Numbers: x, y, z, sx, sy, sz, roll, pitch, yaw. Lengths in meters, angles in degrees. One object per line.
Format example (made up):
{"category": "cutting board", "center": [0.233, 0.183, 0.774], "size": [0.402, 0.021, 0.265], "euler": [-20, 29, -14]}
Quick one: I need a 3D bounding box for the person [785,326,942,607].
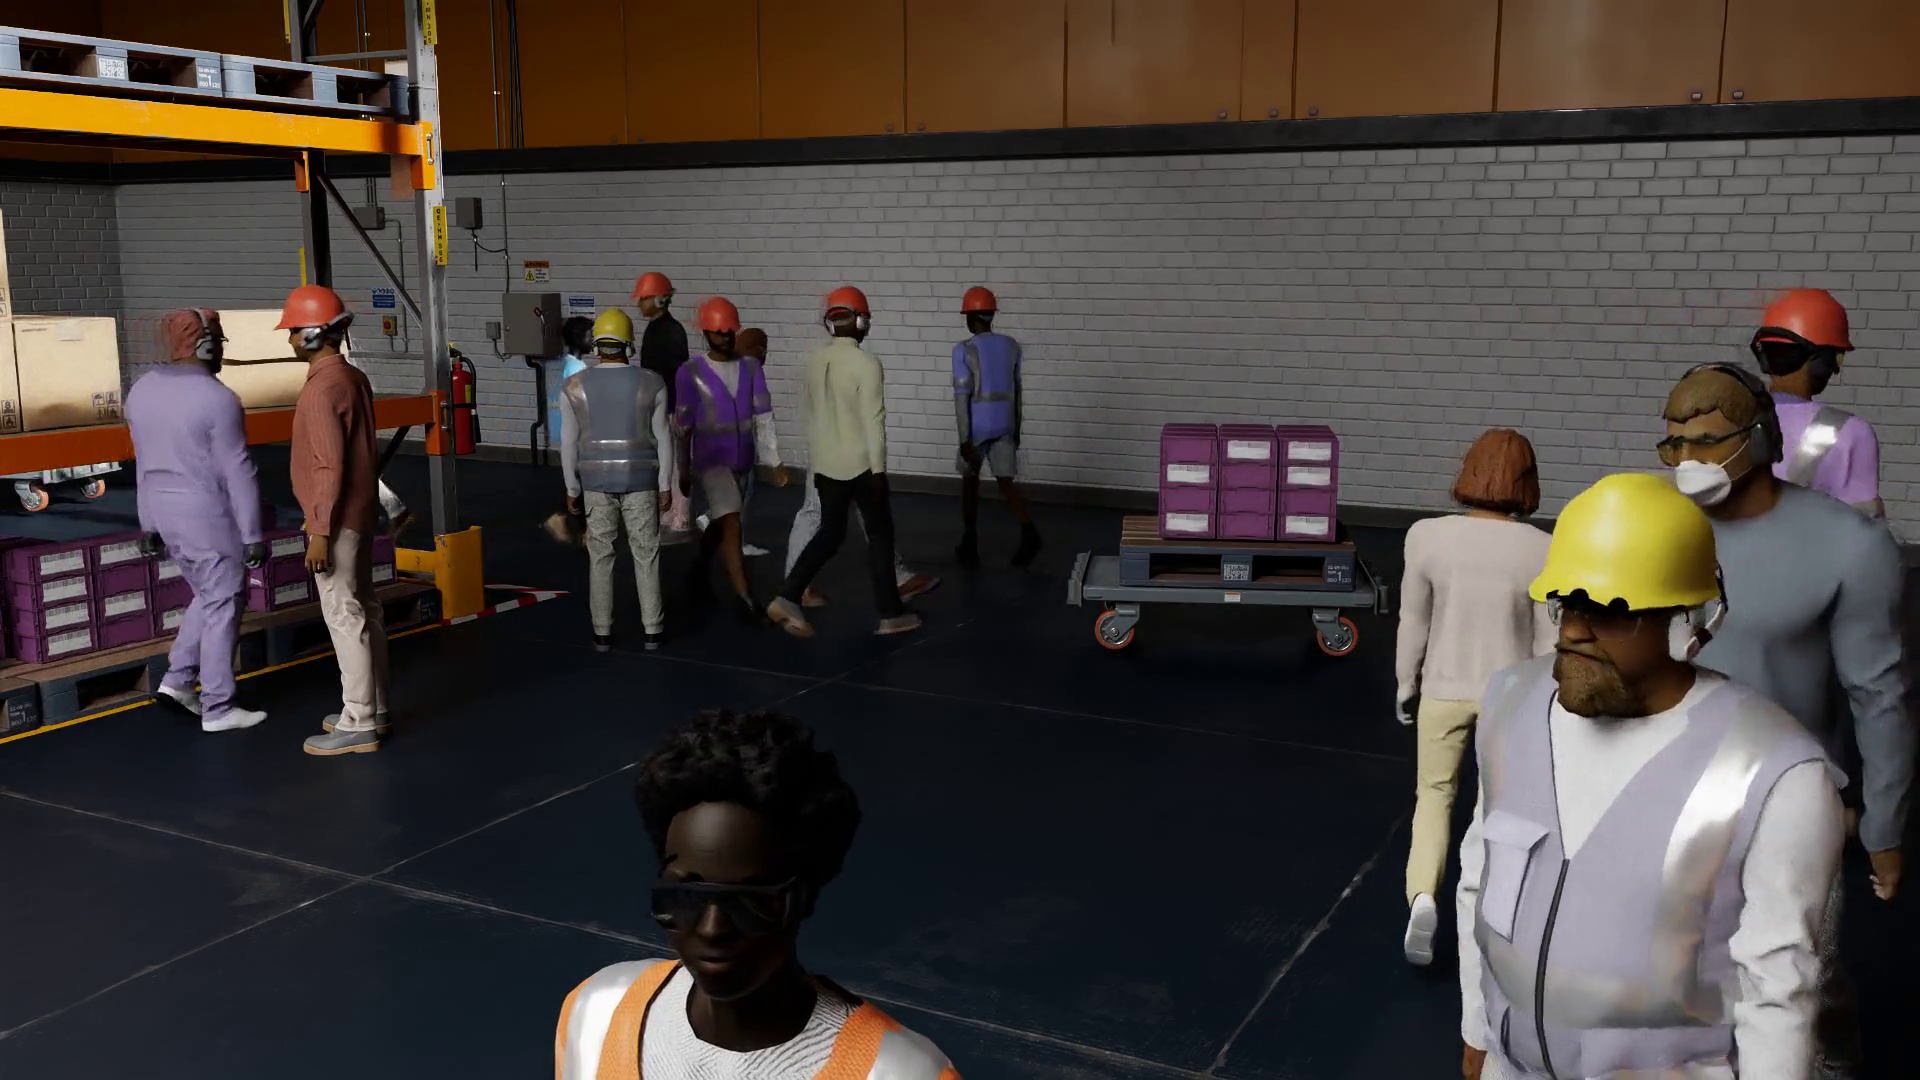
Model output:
{"category": "person", "center": [-0.643, -0.517, 9.905], "size": [0.980, 1.890, 0.653], "euler": [3, 10, 19]}

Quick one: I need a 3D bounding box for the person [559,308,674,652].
{"category": "person", "center": [-1.820, -0.314, 8.892], "size": [0.587, 1.835, 0.404], "euler": [-1, 10, -5]}

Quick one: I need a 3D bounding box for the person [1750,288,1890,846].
{"category": "person", "center": [2.735, 0.203, 5.392], "size": [0.986, 2.001, 0.631], "euler": [-4, 11, -24]}

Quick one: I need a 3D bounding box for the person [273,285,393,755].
{"category": "person", "center": [-2.671, -0.084, 7.099], "size": [0.398, 1.990, 0.622], "euler": [-1, 10, -5]}

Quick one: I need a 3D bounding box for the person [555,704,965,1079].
{"category": "person", "center": [-0.213, 0.994, 1.709], "size": [0.535, 1.700, 0.318], "euler": [5, 11, 27]}

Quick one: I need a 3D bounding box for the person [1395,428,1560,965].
{"category": "person", "center": [1.513, 0.483, 4.888], "size": [0.506, 1.618, 0.577], "euler": [5, 11, 26]}

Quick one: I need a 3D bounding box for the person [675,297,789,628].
{"category": "person", "center": [-1.401, -0.475, 9.720], "size": [0.559, 1.886, 1.032], "euler": [-9, 13, -41]}

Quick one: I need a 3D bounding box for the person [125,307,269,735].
{"category": "person", "center": [-3.312, -0.075, 7.343], "size": [0.667, 1.888, 0.436], "euler": [5, 11, 29]}

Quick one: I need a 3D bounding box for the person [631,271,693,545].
{"category": "person", "center": [-2.180, -0.960, 12.168], "size": [0.396, 1.992, 0.623], "euler": [-6, 11, -31]}

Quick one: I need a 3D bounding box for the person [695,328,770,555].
{"category": "person", "center": [-1.565, -0.676, 11.638], "size": [0.493, 1.610, 0.526], "euler": [-2, 10, -14]}

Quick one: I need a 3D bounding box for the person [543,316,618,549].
{"category": "person", "center": [-2.706, -0.748, 11.817], "size": [0.425, 1.684, 0.545], "euler": [-2, 10, -11]}

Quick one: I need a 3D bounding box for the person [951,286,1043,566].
{"category": "person", "center": [0.233, -0.758, 11.263], "size": [0.562, 1.913, 0.829], "euler": [-5, 11, -27]}

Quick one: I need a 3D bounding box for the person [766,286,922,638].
{"category": "person", "center": [-0.653, -0.416, 9.176], "size": [0.853, 1.956, 0.692], "euler": [-9, 13, -43]}

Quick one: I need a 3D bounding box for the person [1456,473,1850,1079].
{"category": "person", "center": [1.021, 0.788, 2.550], "size": [0.491, 1.816, 0.604], "euler": [-7, 12, -35]}

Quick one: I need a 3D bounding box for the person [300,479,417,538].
{"category": "person", "center": [-4.462, -0.857, 12.072], "size": [0.950, 1.836, 0.614], "euler": [-4, 11, -24]}

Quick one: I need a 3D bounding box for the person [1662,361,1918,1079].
{"category": "person", "center": [1.727, 0.557, 3.650], "size": [0.666, 1.909, 0.652], "euler": [-10, 14, -44]}
